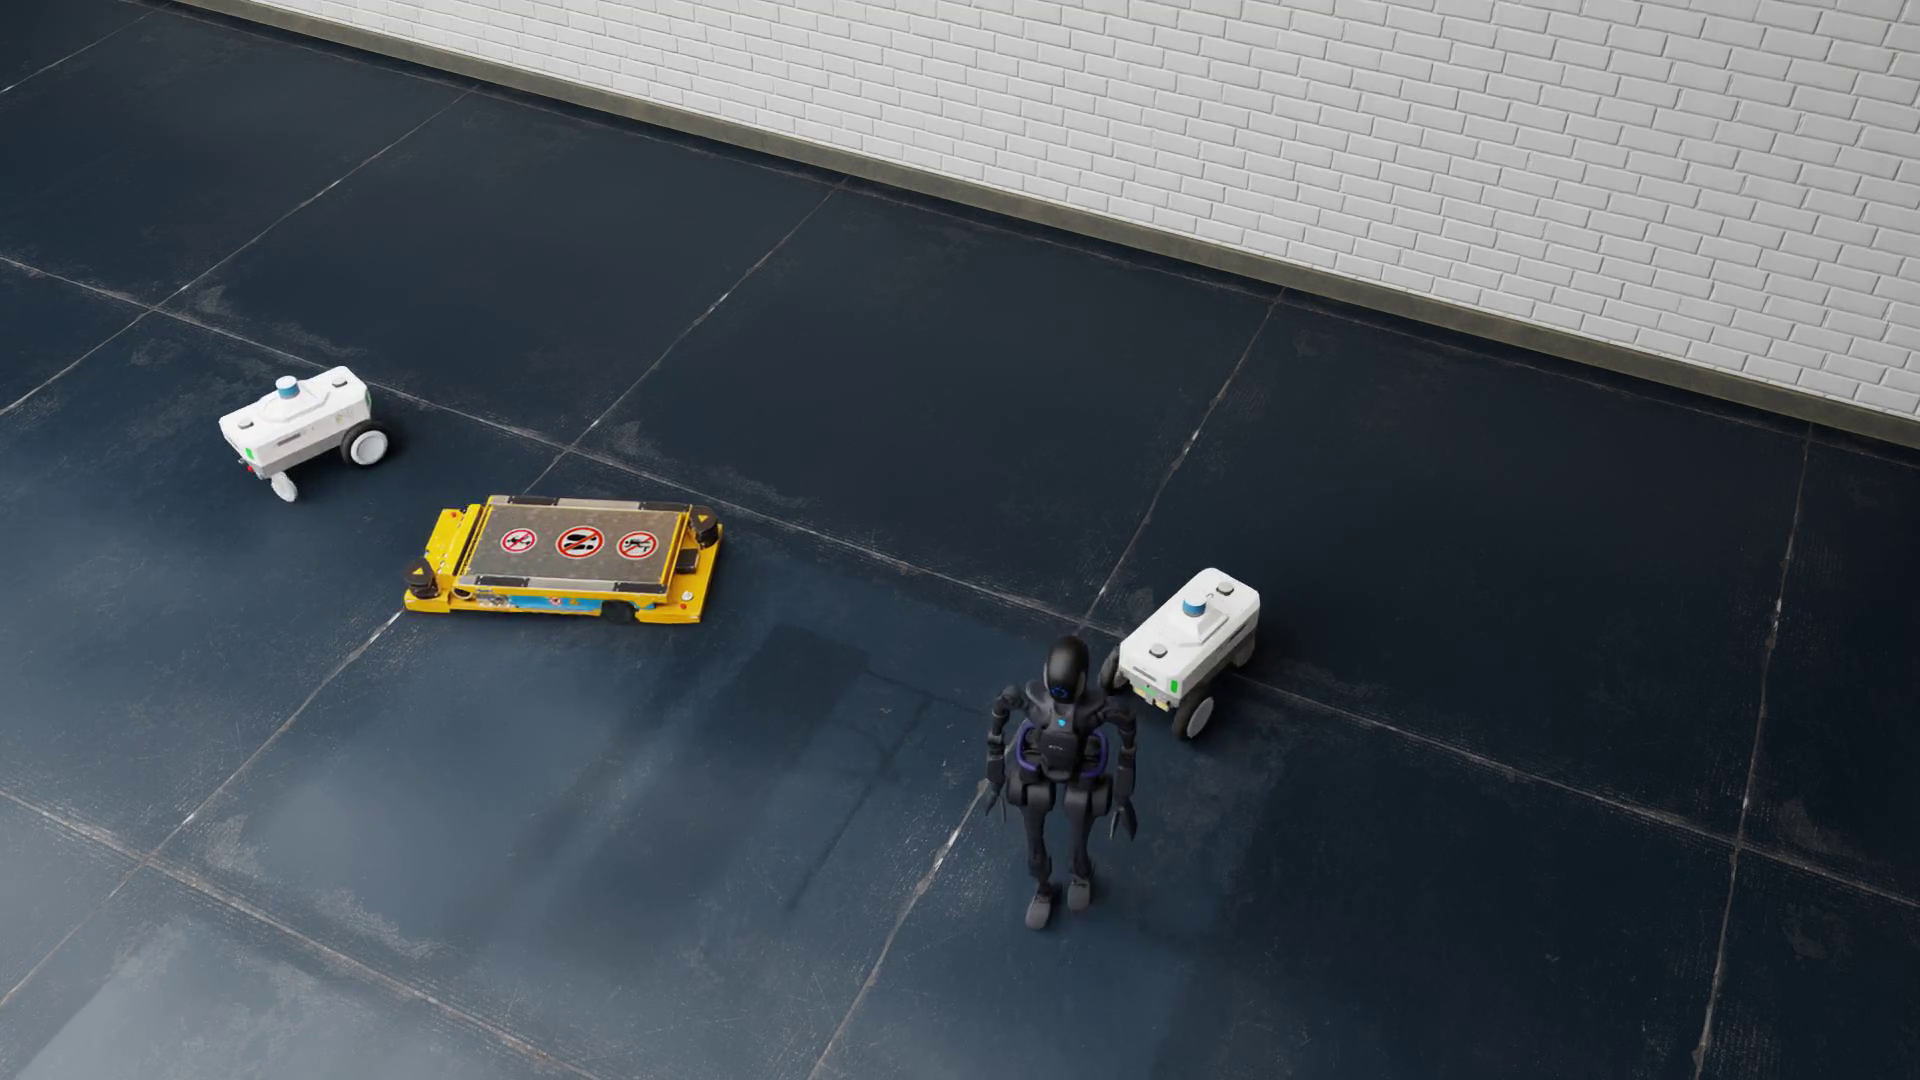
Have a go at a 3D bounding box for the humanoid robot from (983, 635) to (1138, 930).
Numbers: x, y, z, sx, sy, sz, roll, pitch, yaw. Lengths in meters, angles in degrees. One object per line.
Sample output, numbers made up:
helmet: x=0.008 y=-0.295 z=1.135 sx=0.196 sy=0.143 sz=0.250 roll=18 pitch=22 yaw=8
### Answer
humanoid robot: x=0.384 y=0.898 z=6.270 sx=0.599 sy=1.655 sz=0.435 roll=6 pitch=43 yaw=7

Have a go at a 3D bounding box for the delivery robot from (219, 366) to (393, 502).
delivery robot: x=-3.405 y=-0.593 z=8.690 sx=0.774 sy=0.602 sz=0.525 roll=-31 pitch=51 yaw=-29

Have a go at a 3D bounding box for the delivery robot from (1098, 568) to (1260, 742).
delivery robot: x=1.022 y=0.484 z=7.525 sx=0.499 sy=0.599 sz=0.784 roll=31 pitch=51 yaw=29

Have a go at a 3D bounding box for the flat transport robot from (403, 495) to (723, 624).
flat transport robot: x=-1.929 y=0.093 z=8.155 sx=1.431 sy=0.231 sz=0.659 roll=3 pitch=43 yaw=3
